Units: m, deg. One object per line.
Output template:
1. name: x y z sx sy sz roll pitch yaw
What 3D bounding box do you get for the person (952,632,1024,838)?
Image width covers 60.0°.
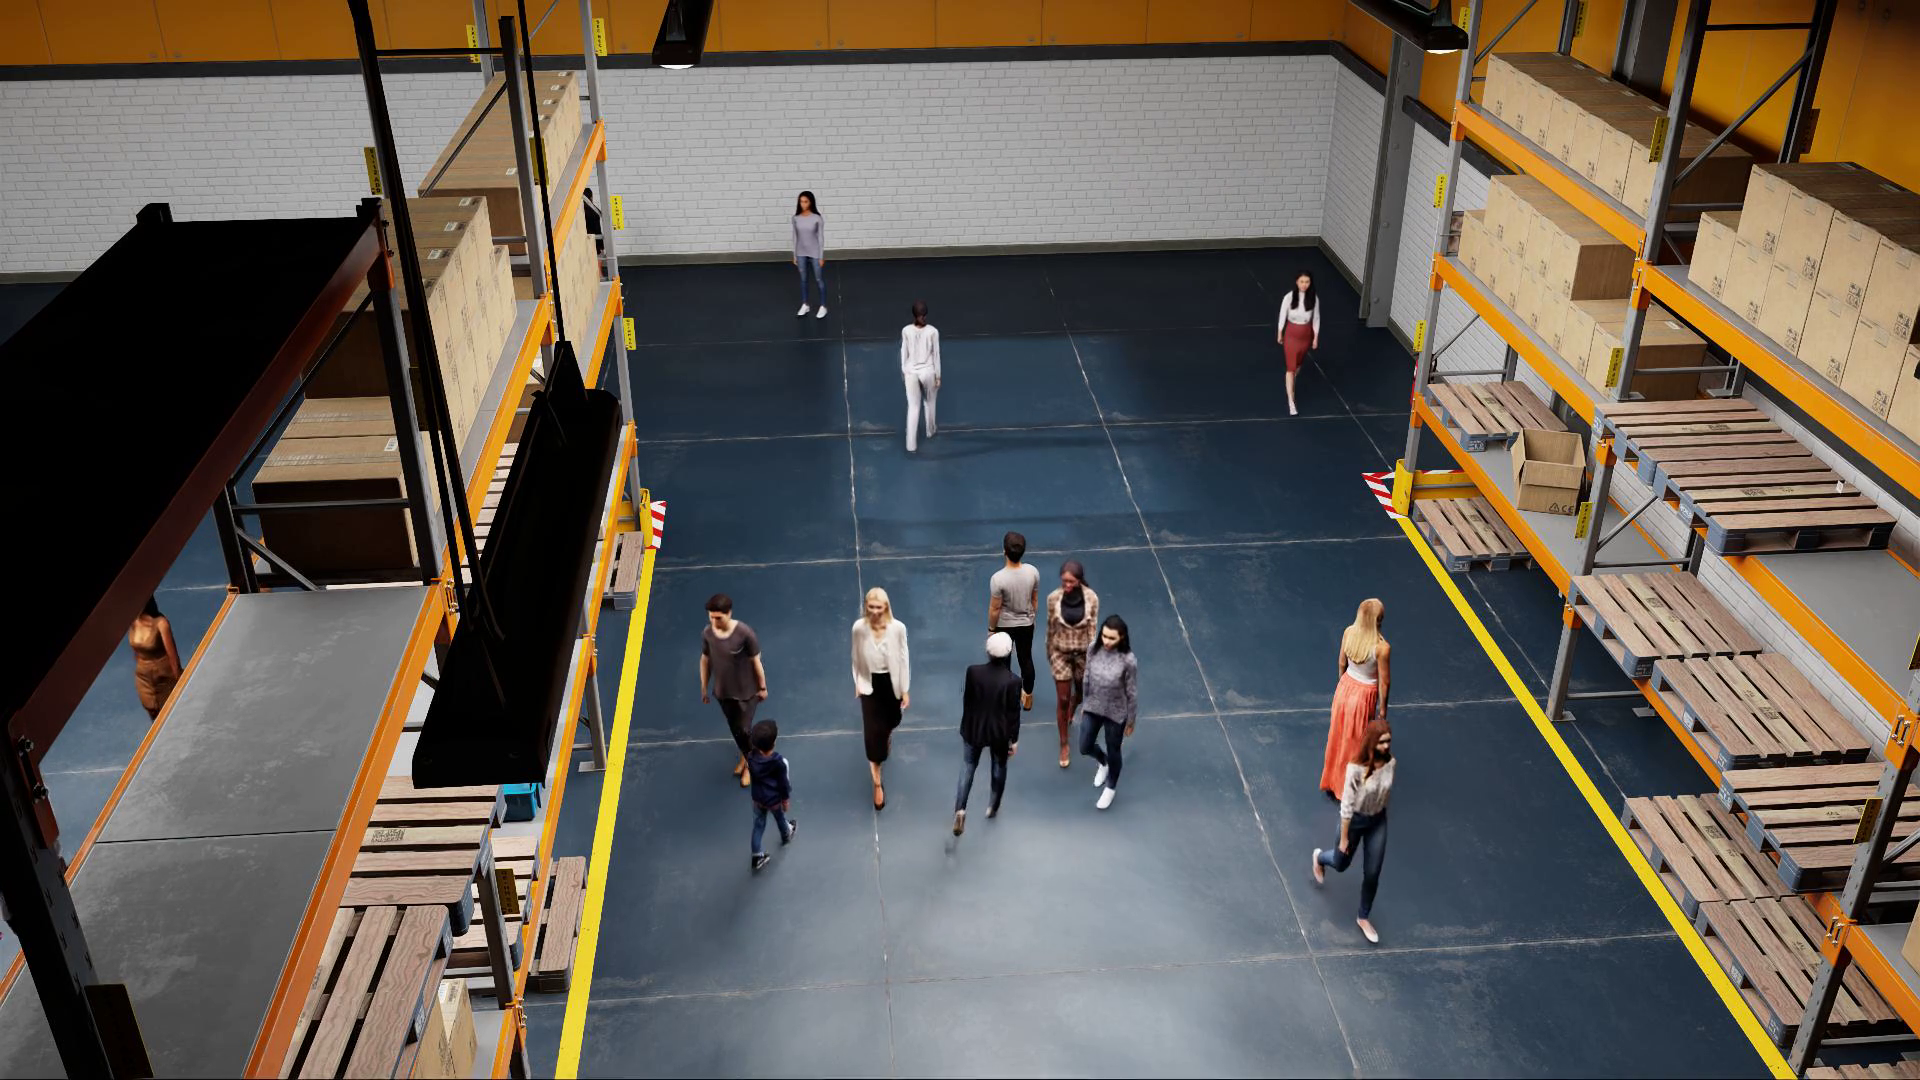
1. person: 0.139 1.505 12.653 0.931 1.771 1.019 9 30 15

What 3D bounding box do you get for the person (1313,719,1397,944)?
1. person: 2.784 1.964 11.724 0.677 1.706 1.048 -8 30 -14

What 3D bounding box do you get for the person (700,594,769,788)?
1. person: -1.758 1.114 13.293 0.771 1.694 0.787 10 30 17

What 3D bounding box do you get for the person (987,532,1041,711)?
1. person: 0.450 0.698 14.024 0.663 1.724 0.625 -11 30 -19

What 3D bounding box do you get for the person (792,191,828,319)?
1. person: -2.017 -3.845 22.348 0.670 1.730 0.658 8 30 14

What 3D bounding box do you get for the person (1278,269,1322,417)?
1. person: 3.992 -2.372 19.684 0.703 1.694 1.144 1 29 2

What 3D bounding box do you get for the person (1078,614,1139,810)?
1. person: 1.190 1.282 12.957 0.782 1.722 0.834 16 33 27

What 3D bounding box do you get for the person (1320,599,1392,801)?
1. person: 3.089 1.246 12.940 0.788 1.801 0.678 -18 33 -29

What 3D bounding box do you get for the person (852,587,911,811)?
1. person: -0.598 1.154 13.091 0.660 1.818 1.171 0 29 -1

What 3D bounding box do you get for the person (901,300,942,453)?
1. person: -0.464 -1.803 18.596 0.773 1.737 1.073 4 29 8

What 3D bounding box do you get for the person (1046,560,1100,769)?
1. person: 0.925 0.937 13.544 0.662 1.766 0.982 1 29 1

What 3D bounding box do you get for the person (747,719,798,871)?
1. person: -1.456 1.908 12.356 0.750 1.197 0.905 11 30 19
